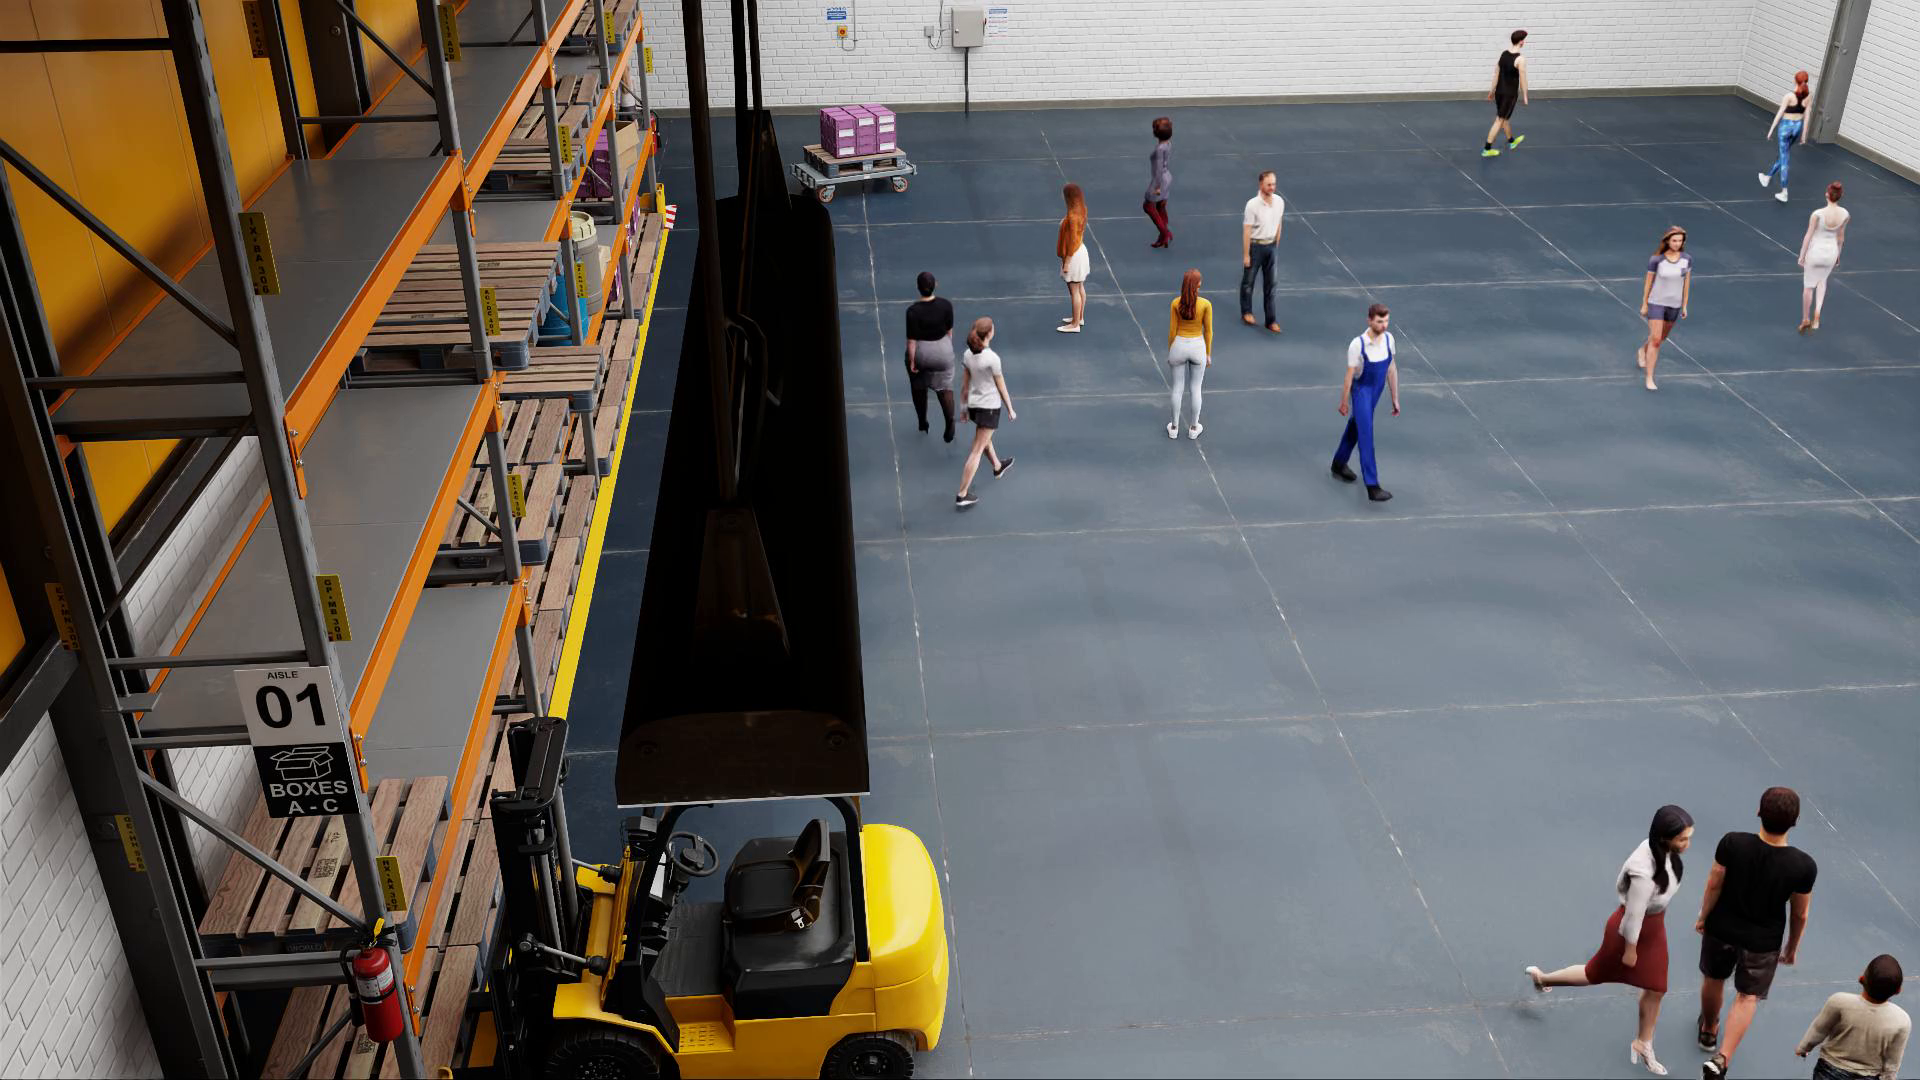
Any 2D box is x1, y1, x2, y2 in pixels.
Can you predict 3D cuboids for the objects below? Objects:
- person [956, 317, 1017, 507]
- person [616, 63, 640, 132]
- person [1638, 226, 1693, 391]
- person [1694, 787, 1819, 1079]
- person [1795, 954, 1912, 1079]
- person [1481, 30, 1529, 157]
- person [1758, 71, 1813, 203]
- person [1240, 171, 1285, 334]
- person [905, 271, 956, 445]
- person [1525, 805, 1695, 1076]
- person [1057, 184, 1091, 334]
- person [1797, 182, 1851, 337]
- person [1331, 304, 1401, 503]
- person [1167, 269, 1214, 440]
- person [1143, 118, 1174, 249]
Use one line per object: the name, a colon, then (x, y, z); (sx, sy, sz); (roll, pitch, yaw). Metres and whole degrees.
person: (0.153, -1.114, 15.039); (1.114, 1.698, 1.140); (24, 37, 37)
person: (-5.198, -6.842, 25.983); (0.586, 1.276, 0.623); (-16, 32, -27)
person: (7.409, -2.499, 17.576); (0.675, 1.702, 1.056); (0, 29, 0)
person: (4.183, 2.148, 8.910); (1.026, 1.843, 1.145); (16, 32, 27)
person: (4.412, 2.723, 8.281); (0.851, 1.435, 1.123); (9, 30, 16)
person: (8.195, -6.709, 25.145); (1.053, 1.845, 1.177); (-15, 32, -25)
person: (11.600, -5.595, 23.203); (0.580, 1.748, 1.090); (-2, 29, -4)
person: (3.378, -3.342, 18.993); (0.817, 1.824, 1.101); (-8, 30, -15)
person: (-0.246, -1.720, 16.112); (0.788, 1.736, 1.112); (-9, 30, -16)
person: (3.592, 2.128, 9.079); (1.165, 1.717, 1.042); (24, 37, 37)
person: (1.310, -3.209, 18.865); (0.757, 1.713, 0.634); (9, 30, 15)
person: (9.660, -3.108, 18.610); (0.669, 1.781, 0.757); (3, 29, 6)
person: (3.688, -1.336, 15.336); (0.949, 1.804, 1.282); (-15, 32, -25)
person: (2.237, -1.817, 16.284); (0.648, 1.742, 0.639); (5, 29, 9)
person: (2.655, -4.551, 21.336); (0.769, 1.702, 0.706); (11, 31, 20)
